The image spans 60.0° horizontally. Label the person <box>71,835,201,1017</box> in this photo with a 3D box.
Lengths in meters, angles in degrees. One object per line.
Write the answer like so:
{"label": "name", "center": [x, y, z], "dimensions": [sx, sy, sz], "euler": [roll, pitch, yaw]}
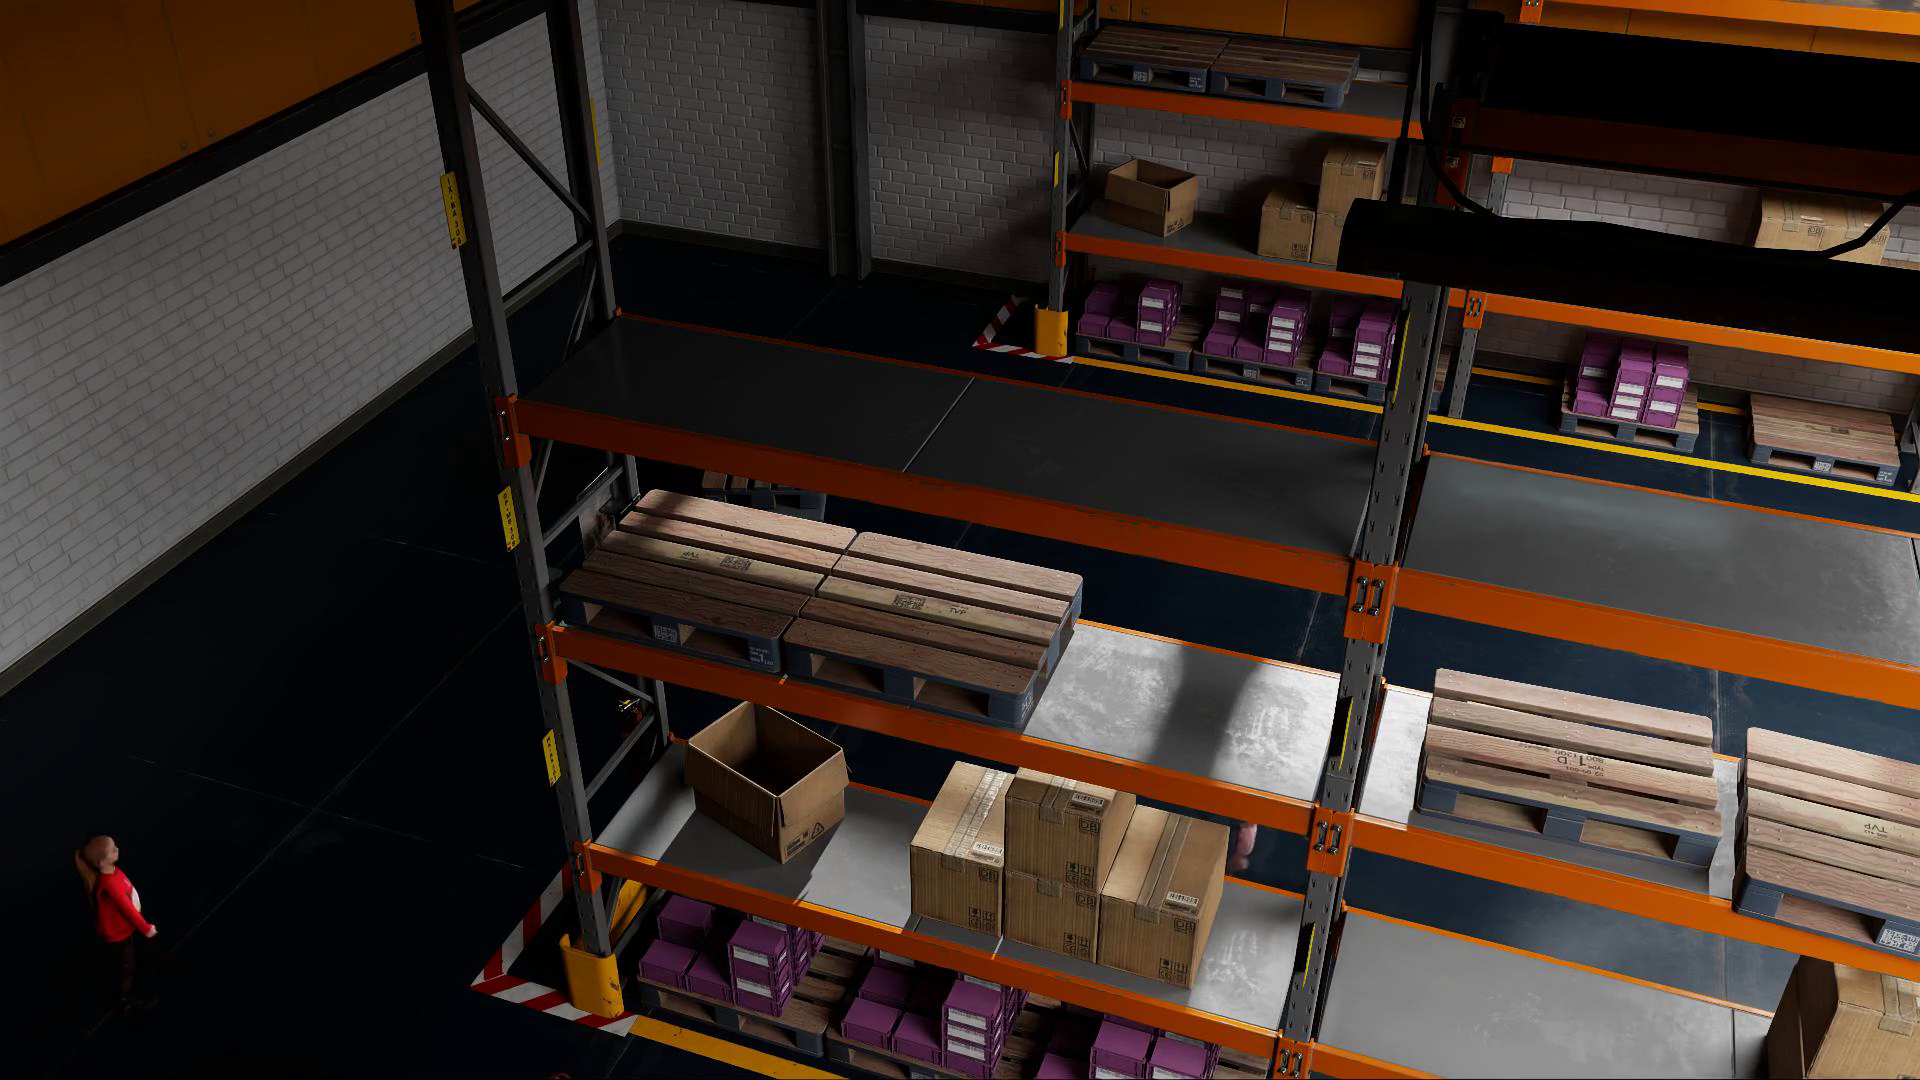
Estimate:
{"label": "person", "center": [-4.887, 2.240, 9.566], "dimensions": [0.783, 1.264, 0.744], "euler": [-17, 37, -24]}

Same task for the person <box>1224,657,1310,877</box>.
{"label": "person", "center": [2.024, 1.471, 10.260], "dimensions": [1.116, 1.776, 0.732], "euler": [6, 34, 9]}
